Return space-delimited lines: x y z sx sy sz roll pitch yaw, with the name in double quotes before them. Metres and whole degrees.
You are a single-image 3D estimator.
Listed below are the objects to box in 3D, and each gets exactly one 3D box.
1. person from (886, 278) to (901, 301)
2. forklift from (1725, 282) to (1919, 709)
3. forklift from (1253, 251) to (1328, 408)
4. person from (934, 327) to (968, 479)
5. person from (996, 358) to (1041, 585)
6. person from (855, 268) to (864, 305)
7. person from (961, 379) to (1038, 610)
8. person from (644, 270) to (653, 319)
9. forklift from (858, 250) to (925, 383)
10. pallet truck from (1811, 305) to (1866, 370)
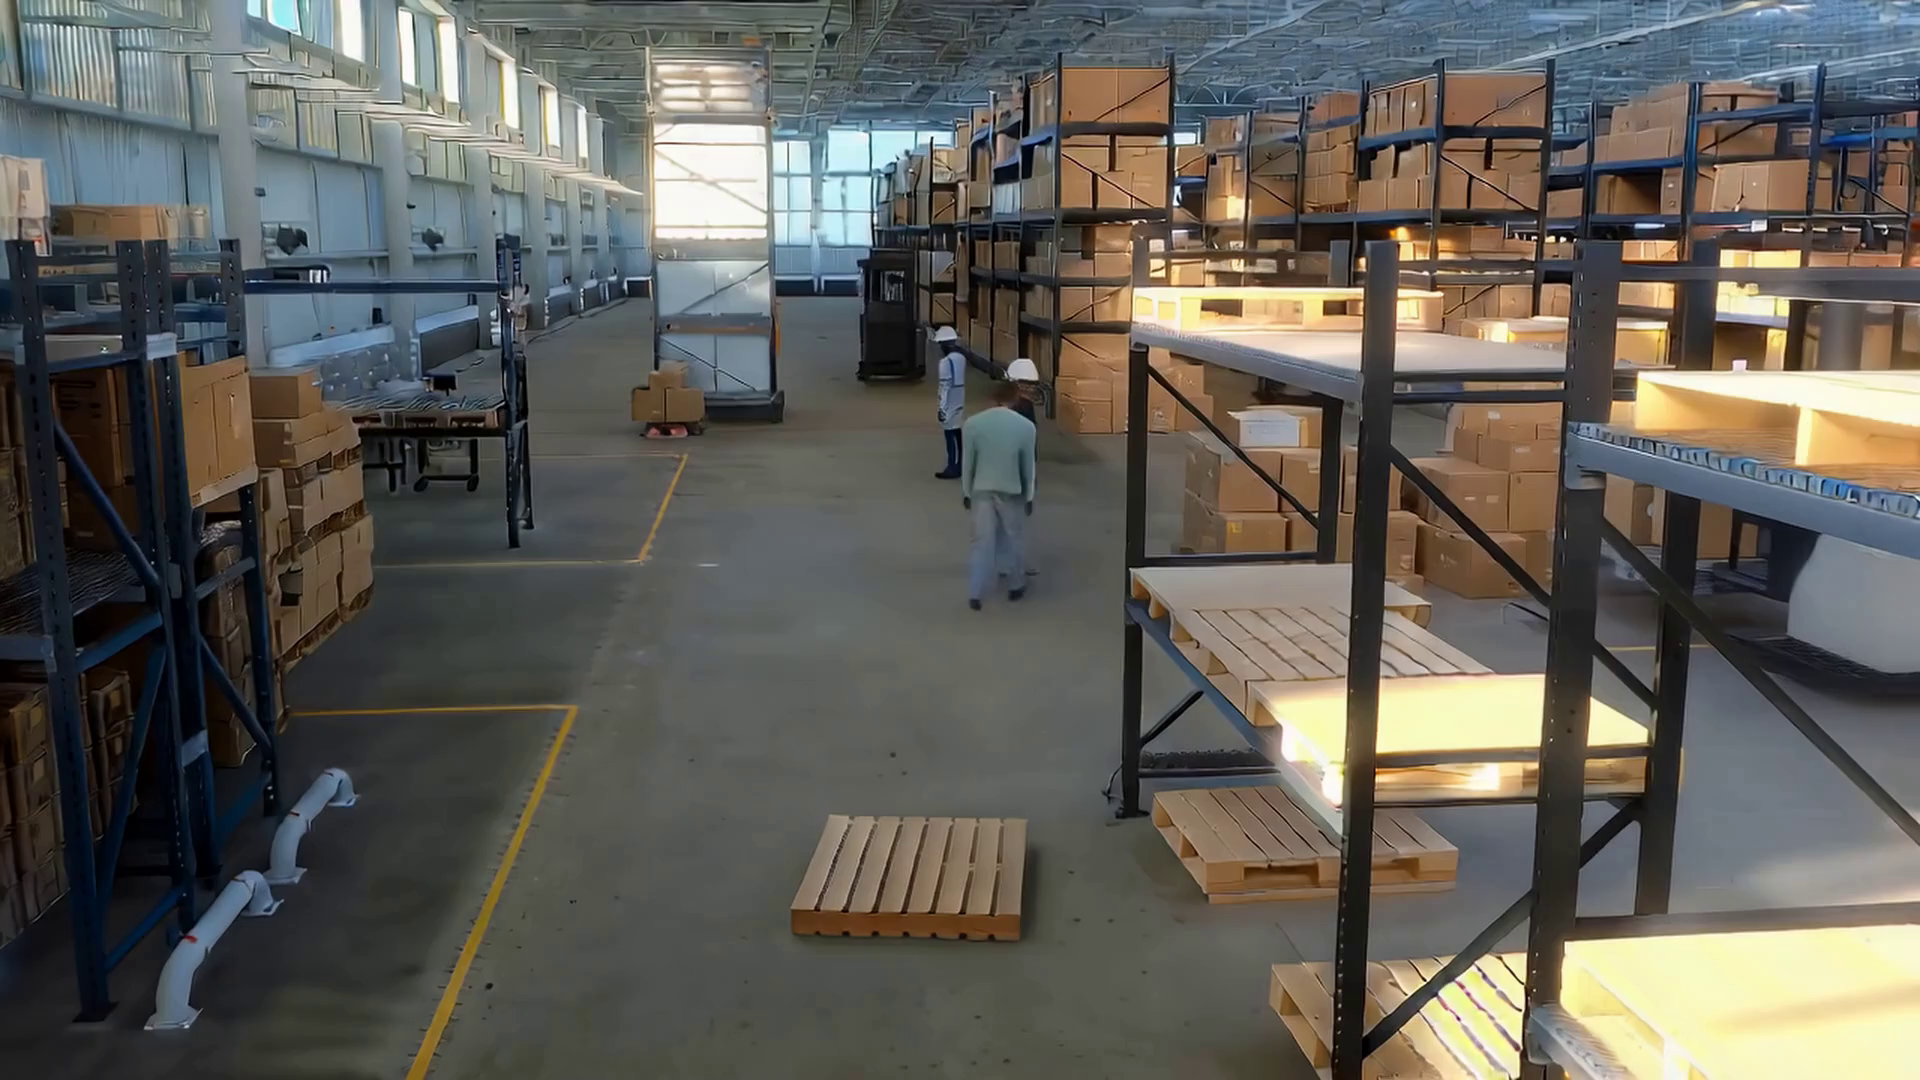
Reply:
"person" -2.150 -7.616 54.144 0.596 1.788 0.689 -6 12 -28
"forklift" 6.242 -0.419 11.257 1.129 2.768 1.873 -1 10 -6
"forklift" 6.173 -3.834 30.177 1.129 2.768 1.873 -1 10 -6
"person" -0.135 -1.741 21.216 0.371 1.931 0.543 6 12 30
"person" 0.527 -0.614 14.790 0.390 1.995 0.613 4 11 23
"person" -4.653 -11.763 77.286 0.514 1.724 0.408 4 11 23
"person" 0.334 -0.388 13.857 0.636 1.893 0.713 0 10 1
"person" -11.994 -9.526 64.462 0.401 1.894 0.656 8 13 37
"forklift" -1.438 -4.834 35.718 1.129 2.768 1.873 2 10 10
"pallet truck" 15.846 -3.142 28.793 1.885 1.965 0.823 2 10 12
